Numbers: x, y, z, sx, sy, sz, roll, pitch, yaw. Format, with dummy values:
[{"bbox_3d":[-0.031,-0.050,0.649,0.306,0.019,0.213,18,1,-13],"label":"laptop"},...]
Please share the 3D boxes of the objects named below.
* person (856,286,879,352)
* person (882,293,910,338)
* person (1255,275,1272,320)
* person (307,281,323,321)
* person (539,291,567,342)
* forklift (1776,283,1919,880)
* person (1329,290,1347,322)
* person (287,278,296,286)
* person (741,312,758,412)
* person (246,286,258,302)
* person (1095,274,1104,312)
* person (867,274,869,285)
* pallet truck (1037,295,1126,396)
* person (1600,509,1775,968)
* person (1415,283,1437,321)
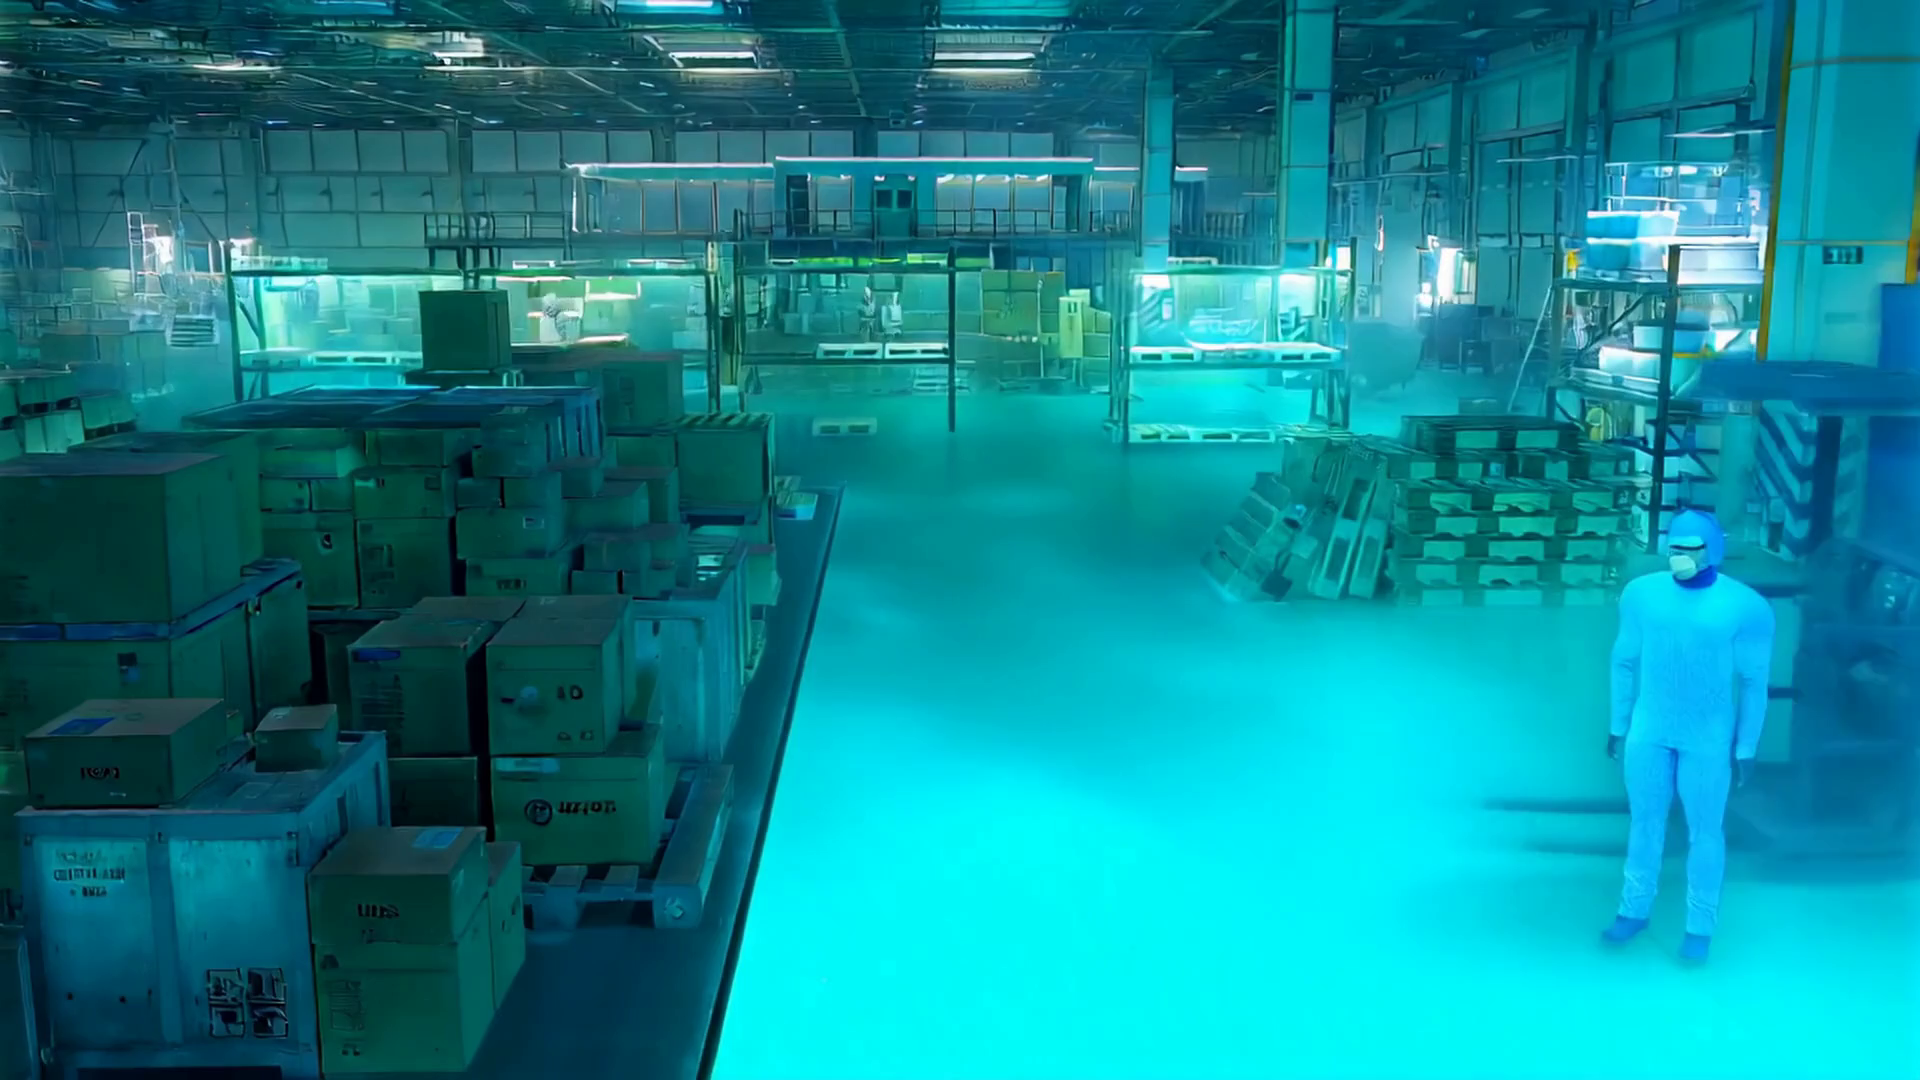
[{"bbox_3d":[-2.352,-5.422,41.815,0.626,1.933,0.655,-9,14,-42],"label":"person"},{"bbox_3d":[-1.502,-4.888,39.105,0.600,1.833,0.964,-7,12,-34],"label":"person"},{"bbox_3d":[11.296,-8.893,61.531,0.517,1.813,0.906,-6,12,-29],"label":"person"},{"bbox_3d":[-20.650,-7.350,52.979,0.611,1.792,0.927,1,10,4],"label":"person"},{"bbox_3d":[-8.503,-4.186,34.638,0.687,2.000,0.540,6,12,29],"label":"person"},{"bbox_3d":[4.824,0.144,8.177,1.873,2.768,1.129,0,10,-2],"label":"forklift"},{"bbox_3d":[9.537,-5.373,41.899,0.511,1.804,0.899,5,11,25],"label":"person"},{"bbox_3d":[-24.650,-8.807,61.355,0.497,1.693,0.881,-1,10,-4],"label":"person"},{"bbox_3d":[-3.485,-2.867,27.770,0.314,1.869,0.535,1,10,8],"label":"person"},{"bbox_3d":[-18.181,-5.582,42.839,0.557,1.904,0.717,3,11,15],"label":"person"},{"bbox_3d":[4.910,-8.284,57.852,0.396,1.910,0.587,-6,12,-29],"label":"person"},{"bbox_3d":[-3.346,-8.488,58.938,0.542,1.928,0.400,-3,11,-16],"label":"person"},{"bbox_3d":[2.483,-3.881,33.060,1.885,1.965,0.823,-7,13,-36],"label":"pallet truck"},{"bbox_3d":[3.046,0.823,7.018,0.635,1.937,0.352,9,14,41],"label":"person"},{"bbox_3d":[13.652,-6.618,48.802,0.631,1.823,0.694,1,10,7],"label":"person"}]
